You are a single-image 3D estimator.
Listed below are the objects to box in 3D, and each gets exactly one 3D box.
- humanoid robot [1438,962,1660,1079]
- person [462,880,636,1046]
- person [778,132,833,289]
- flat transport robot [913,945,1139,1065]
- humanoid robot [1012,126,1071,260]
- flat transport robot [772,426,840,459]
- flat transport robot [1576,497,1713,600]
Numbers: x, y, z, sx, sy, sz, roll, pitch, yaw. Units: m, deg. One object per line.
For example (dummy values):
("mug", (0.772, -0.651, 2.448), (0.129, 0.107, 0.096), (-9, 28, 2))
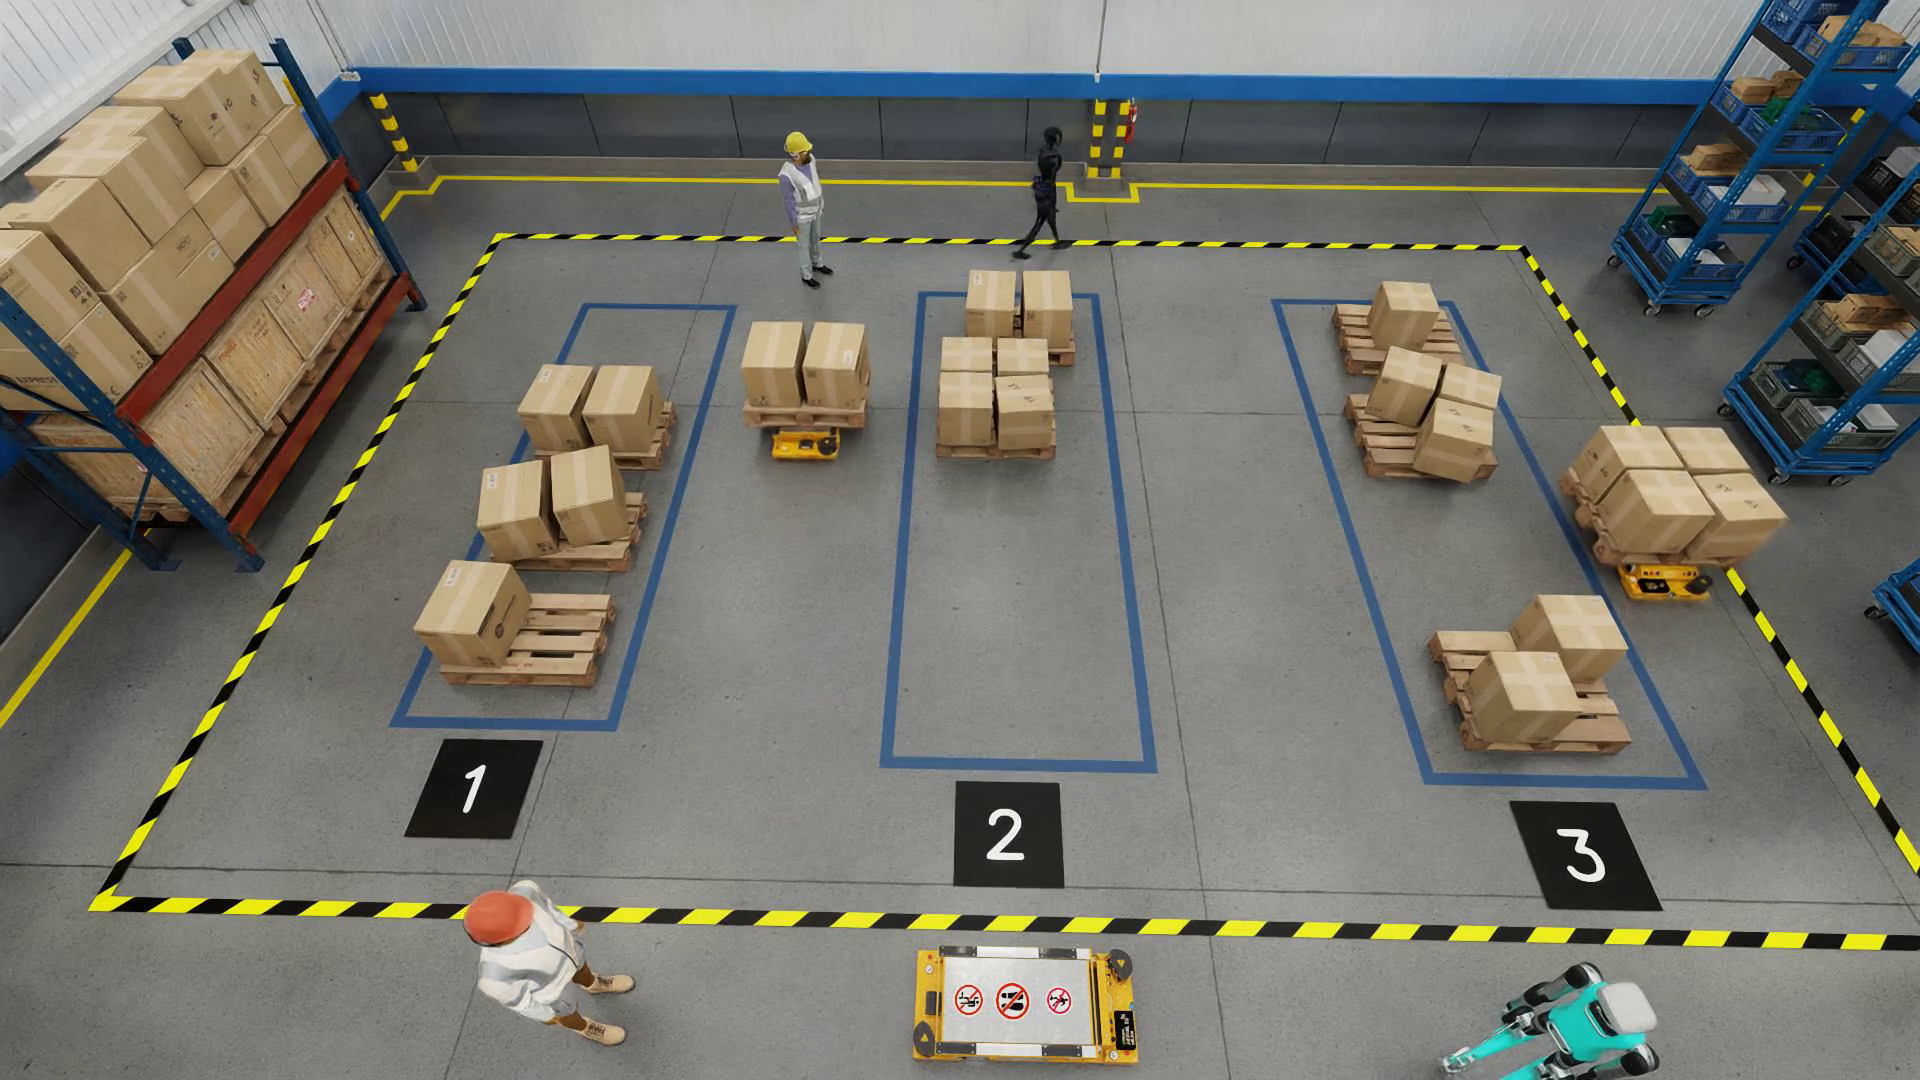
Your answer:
("humanoid robot", (3.108, 2.871, 5.111), (0.735, 1.677, 0.533), (-12, 52, -10))
("person", (-2.355, 2.471, 5.326), (0.366, 2.048, 0.604), (-1, 51, -1))
("person", (-1.765, -3.797, 10.568), (0.404, 1.836, 0.599), (21, 54, 16))
("flat transport robot", (0.422, 3.041, 6.007), (1.431, 0.231, 0.659), (1, 51, 1))
("humanoid robot", (1.030, -4.147, 10.989), (0.794, 1.624, 0.593), (-7, 51, -6))
("flat transport robot", (-1.552, -1.429, 9.633), (0.652, 0.197, 1.431), (1, 51, 1))
("flat transport robot", (6.313, -0.081, 8.534), (0.652, 0.197, 1.431), (1, 51, 1))
